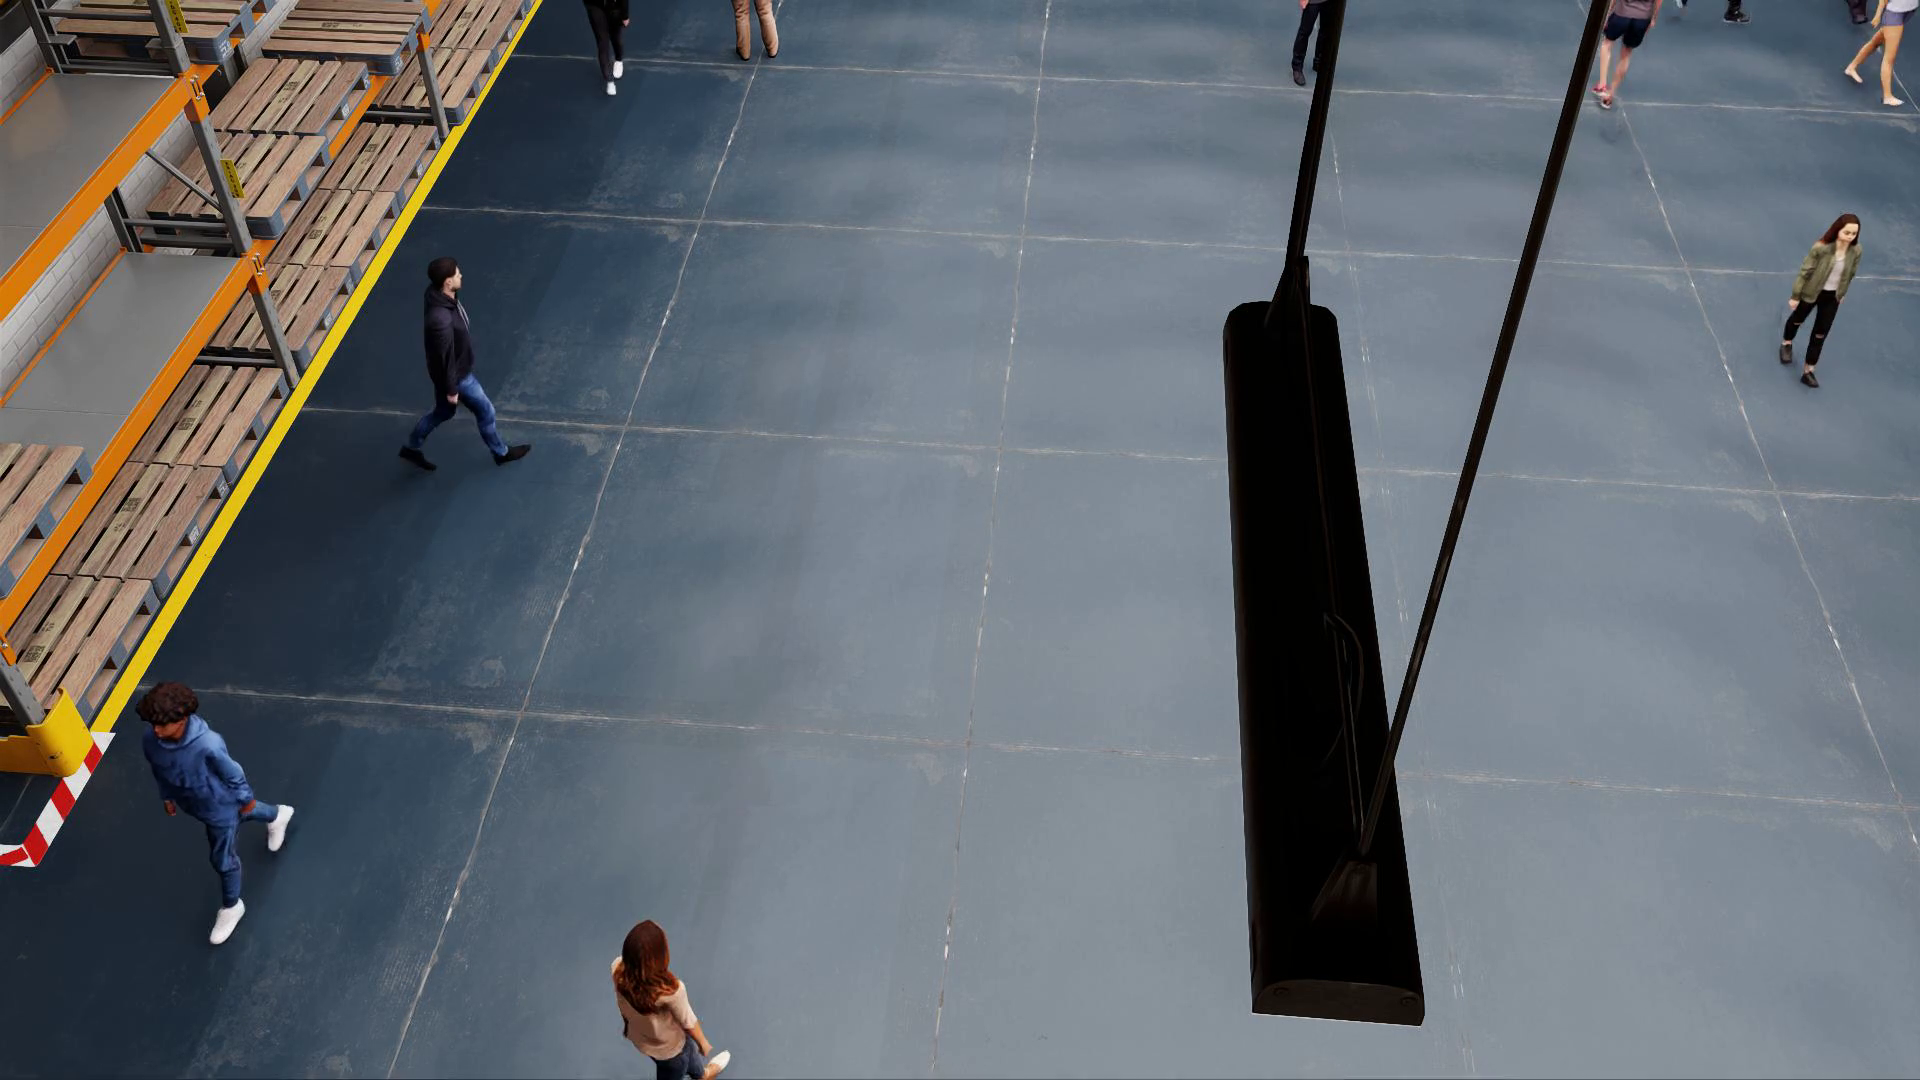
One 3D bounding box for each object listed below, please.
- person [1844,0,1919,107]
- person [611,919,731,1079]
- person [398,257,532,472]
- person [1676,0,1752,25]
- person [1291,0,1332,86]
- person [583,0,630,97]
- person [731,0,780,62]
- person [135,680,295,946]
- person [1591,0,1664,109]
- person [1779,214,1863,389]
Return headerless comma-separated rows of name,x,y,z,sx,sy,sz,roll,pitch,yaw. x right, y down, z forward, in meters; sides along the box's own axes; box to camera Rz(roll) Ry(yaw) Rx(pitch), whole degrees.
person,9.338,-5.291,16.672,0.908,1.682,1.197,-13,45,-13
person,-1.555,2.575,8.364,0.954,1.752,1.209,25,49,24
person,-3.863,-1.219,12.280,1.129,1.844,1.263,-13,45,-13
person,8.256,-6.349,17.716,0.745,1.774,1.035,7,44,7
person,3.676,-5.563,16.841,0.804,1.842,0.789,-17,46,-17
person,-3.577,-5.394,16.807,0.741,1.645,1.038,1,44,1
person,-2.189,-5.864,17.158,0.740,1.841,0.675,-6,44,-6
person,-4.274,1.405,9.575,0.880,1.776,1.233,14,45,14
person,6.607,-5.105,16.364,0.718,1.837,0.693,9,44,9
person,6.902,-2.015,13.402,0.644,1.450,0.902,6,44,7
